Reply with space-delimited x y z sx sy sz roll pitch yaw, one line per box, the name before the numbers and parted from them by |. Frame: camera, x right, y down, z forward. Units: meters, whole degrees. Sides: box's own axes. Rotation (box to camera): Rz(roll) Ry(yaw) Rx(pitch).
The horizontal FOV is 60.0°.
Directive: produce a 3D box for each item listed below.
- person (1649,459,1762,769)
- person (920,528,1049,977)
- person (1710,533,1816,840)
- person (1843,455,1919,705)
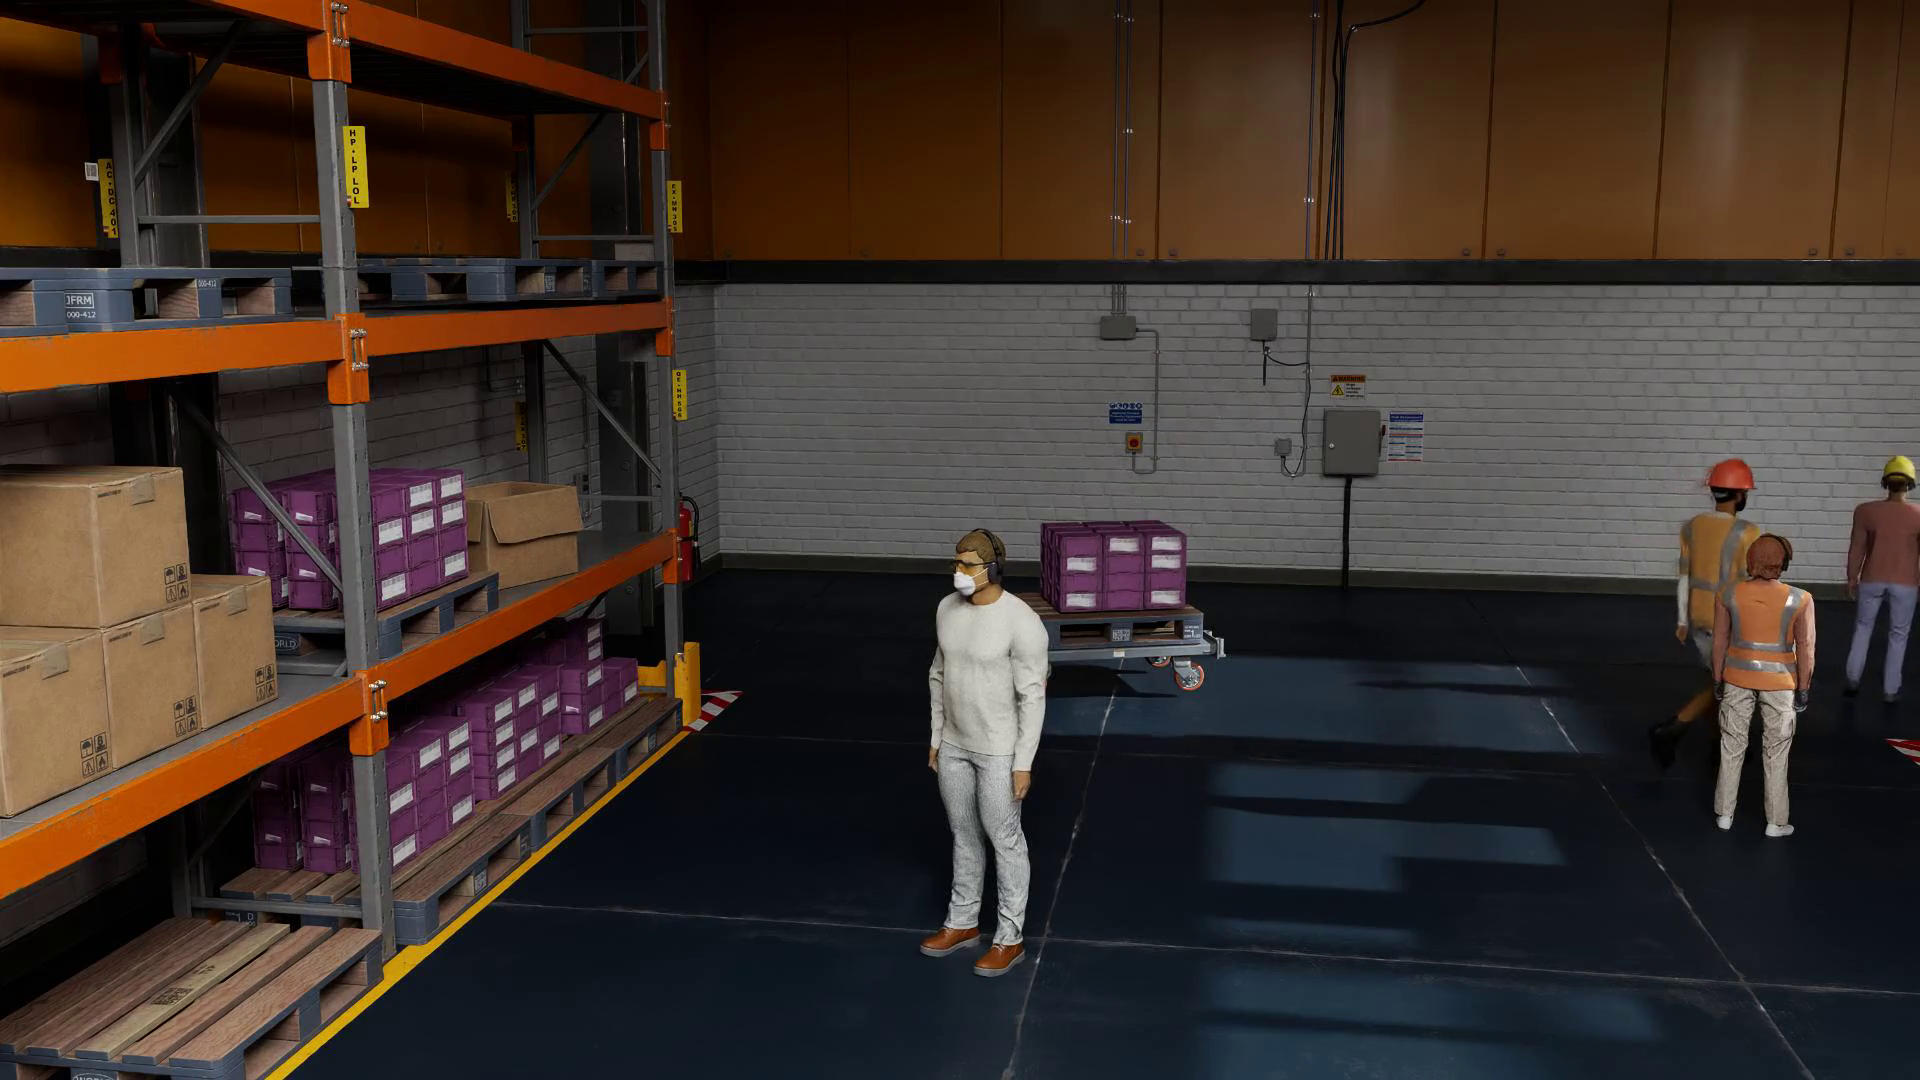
person | 4.527 0.463 10.036 0.808 1.916 0.550 -3 10 -19
person | 0.097 0.908 7.211 0.627 1.941 0.371 9 13 44
person | 4.282 0.783 8.904 0.511 1.640 0.308 7 11 36
person | 6.486 0.290 11.573 0.546 1.764 0.370 8 12 41
